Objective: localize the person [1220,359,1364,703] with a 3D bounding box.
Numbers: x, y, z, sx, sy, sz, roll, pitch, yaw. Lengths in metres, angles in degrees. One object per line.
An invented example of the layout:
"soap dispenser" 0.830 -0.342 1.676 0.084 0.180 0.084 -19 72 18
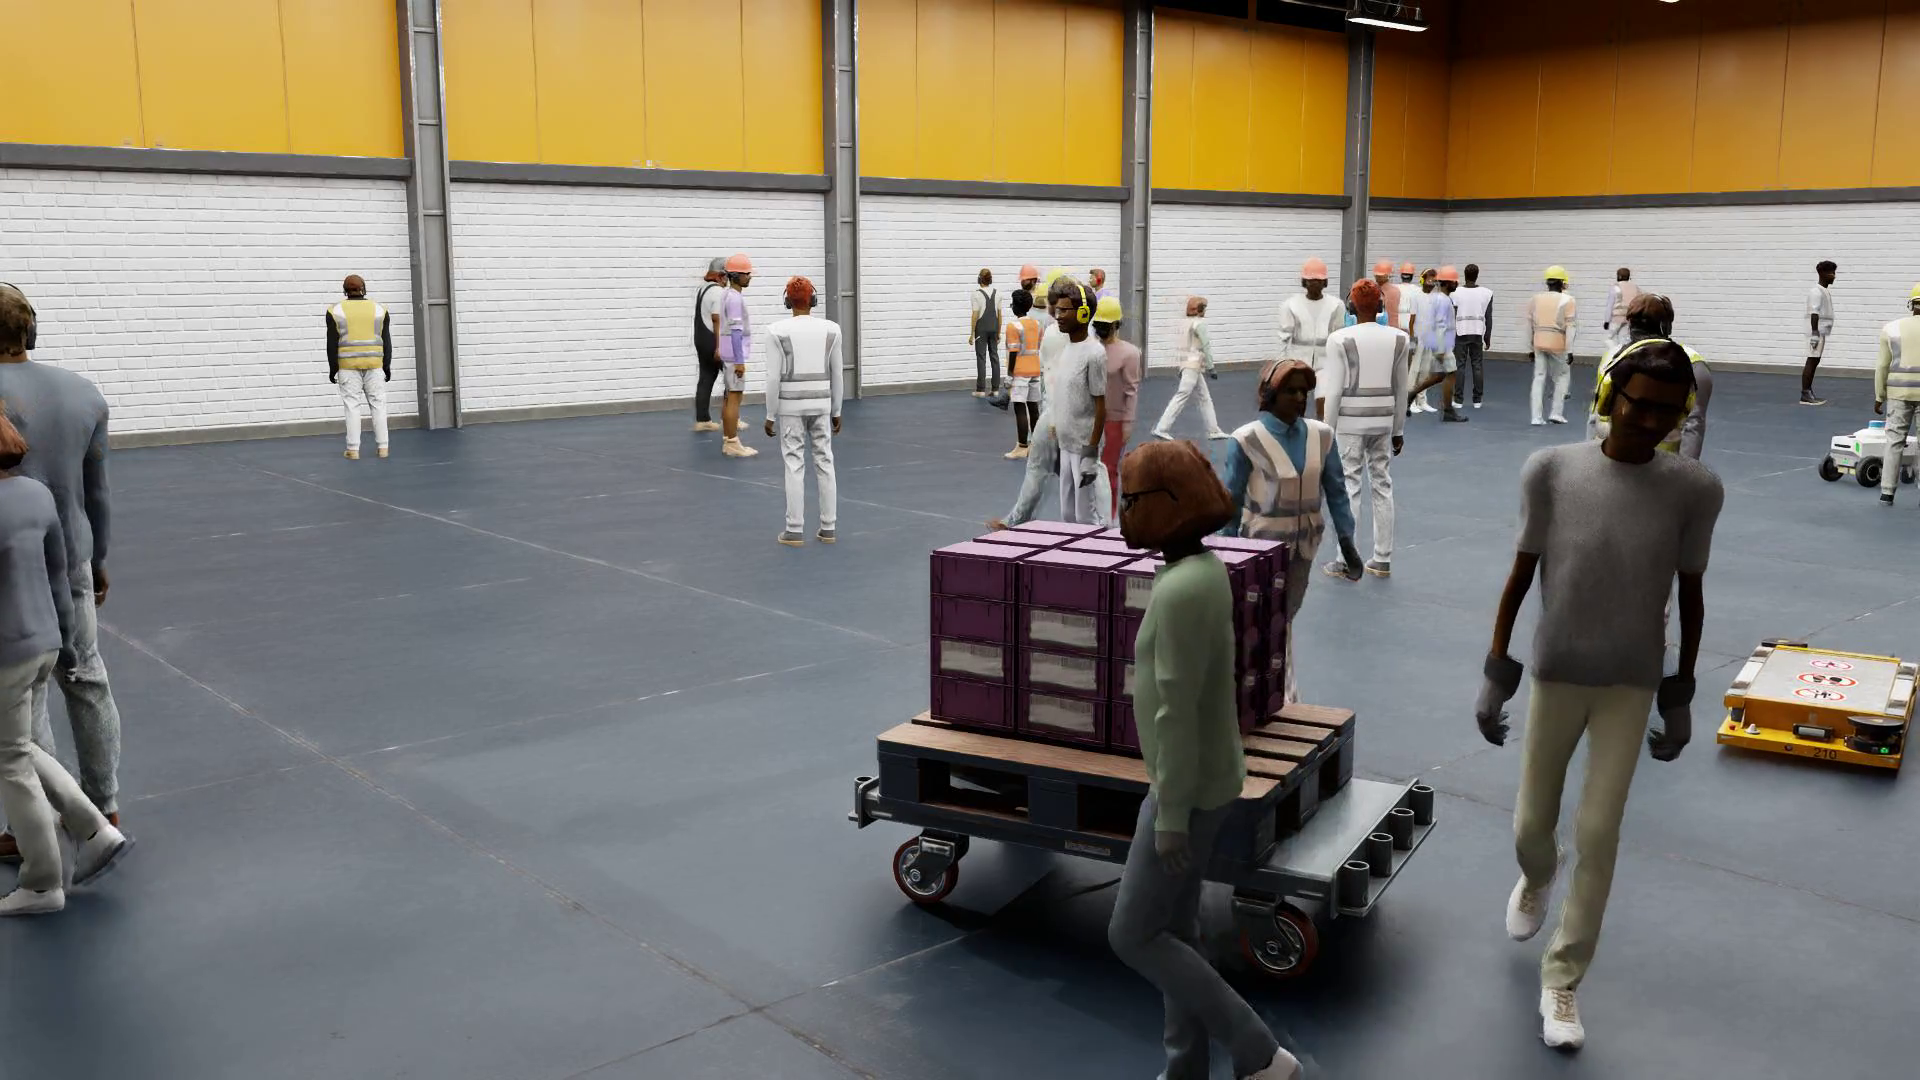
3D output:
"person" 1.367 0.076 6.764 0.530 1.599 0.822 -5 11 -26

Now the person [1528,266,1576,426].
"person" 7.099 -2.315 19.889 0.633 1.902 0.679 9 13 44

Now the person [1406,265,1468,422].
"person" 5.816 -2.389 20.306 0.776 1.913 0.552 2 10 9

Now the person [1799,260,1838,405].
"person" 11.733 -2.831 22.730 0.362 1.963 0.614 7 12 34

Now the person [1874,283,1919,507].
"person" 7.720 -1.176 13.431 0.600 1.831 0.404 6 11 30

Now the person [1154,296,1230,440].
"person" 2.537 -1.866 18.183 0.896 1.590 0.514 -1 10 -5

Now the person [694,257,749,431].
"person" -2.766 -2.281 19.296 0.719 2.000 0.708 -6 11 -29

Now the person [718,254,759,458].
"person" -2.234 -1.851 16.769 0.397 2.043 0.610 -2 10 -13

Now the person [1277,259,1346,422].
"person" 3.340 -1.660 15.813 0.640 1.984 1.052 1 10 6

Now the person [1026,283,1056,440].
"person" 0.924 -1.941 18.204 0.480 1.733 0.339 6 11 32

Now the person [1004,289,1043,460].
"person" 0.626 -1.643 16.564 0.322 1.696 0.536 7 12 36

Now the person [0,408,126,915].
"person" -2.900 0.365 5.047 0.386 1.615 0.493 0 10 0

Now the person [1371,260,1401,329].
"person" 5.774 -2.847 22.804 0.461 1.968 0.608 -5 11 -27

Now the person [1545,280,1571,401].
"person" 8.358 -2.841 23.231 0.447 1.814 0.609 5 11 26

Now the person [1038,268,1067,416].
"person" 1.258 -2.416 20.586 1.001 1.878 0.602 -3 10 -17

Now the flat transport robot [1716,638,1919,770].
"flat transport robot" 3.723 0.675 7.160 0.652 0.197 1.431 6 11 32

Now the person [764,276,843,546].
"person" -1.094 -0.897 11.651 0.575 1.883 0.356 -5 11 -25

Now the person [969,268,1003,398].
"person" 0.366 -2.962 23.849 0.504 1.847 0.344 -5 11 -27

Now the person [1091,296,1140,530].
"person" 1.012 -0.846 11.745 0.548 1.736 0.421 6 12 33

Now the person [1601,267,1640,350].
"person" 11.461 -3.814 28.893 0.649 1.828 0.452 -3 10 -18

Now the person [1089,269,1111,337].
"person" 1.965 -2.891 23.420 0.381 1.849 0.570 -1 10 -8

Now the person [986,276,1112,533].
"person" 0.658 -0.877 11.532 1.041 1.874 0.639 6 11 31

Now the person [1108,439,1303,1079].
"person" 0.532 0.580 3.783 0.392 1.612 0.529 2 10 13

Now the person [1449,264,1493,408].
"person" 6.797 -2.717 22.207 0.597 1.916 0.371 0 10 2

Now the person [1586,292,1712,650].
"person" 3.464 -0.337 8.502 0.429 1.842 0.626 -7 12 -35

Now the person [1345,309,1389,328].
"person" 5.133 -2.373 20.936 0.540 1.652 0.887 4 11 24

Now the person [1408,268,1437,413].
"person" 6.016 -2.575 21.536 0.520 1.865 0.327 -6 11 -32

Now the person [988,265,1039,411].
"person" 0.846 -2.582 21.482 0.977 1.887 0.563 -4 11 -24

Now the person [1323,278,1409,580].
"person" 2.532 -0.690 10.440 0.584 1.881 0.337 -3 10 -16

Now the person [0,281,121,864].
"person" -3.121 0.116 5.562 0.370 1.940 0.627 5 11 25

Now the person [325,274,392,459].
"person" -6.016 -1.731 16.666 0.626 1.839 0.430 -6 11 -31

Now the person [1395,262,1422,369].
"person" 6.833 -3.295 25.568 0.546 1.925 0.415 5 11 26

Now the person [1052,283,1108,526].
"person" 0.648 -0.503 9.401 0.329 1.867 0.508 -3 10 -20

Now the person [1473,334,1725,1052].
"person" 1.671 0.363 4.429 0.580 1.834 0.709 3 10 18

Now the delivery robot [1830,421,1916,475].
"delivery robot" 8.129 -0.818 14.797 0.707 0.478 0.477 -3 10 -17
